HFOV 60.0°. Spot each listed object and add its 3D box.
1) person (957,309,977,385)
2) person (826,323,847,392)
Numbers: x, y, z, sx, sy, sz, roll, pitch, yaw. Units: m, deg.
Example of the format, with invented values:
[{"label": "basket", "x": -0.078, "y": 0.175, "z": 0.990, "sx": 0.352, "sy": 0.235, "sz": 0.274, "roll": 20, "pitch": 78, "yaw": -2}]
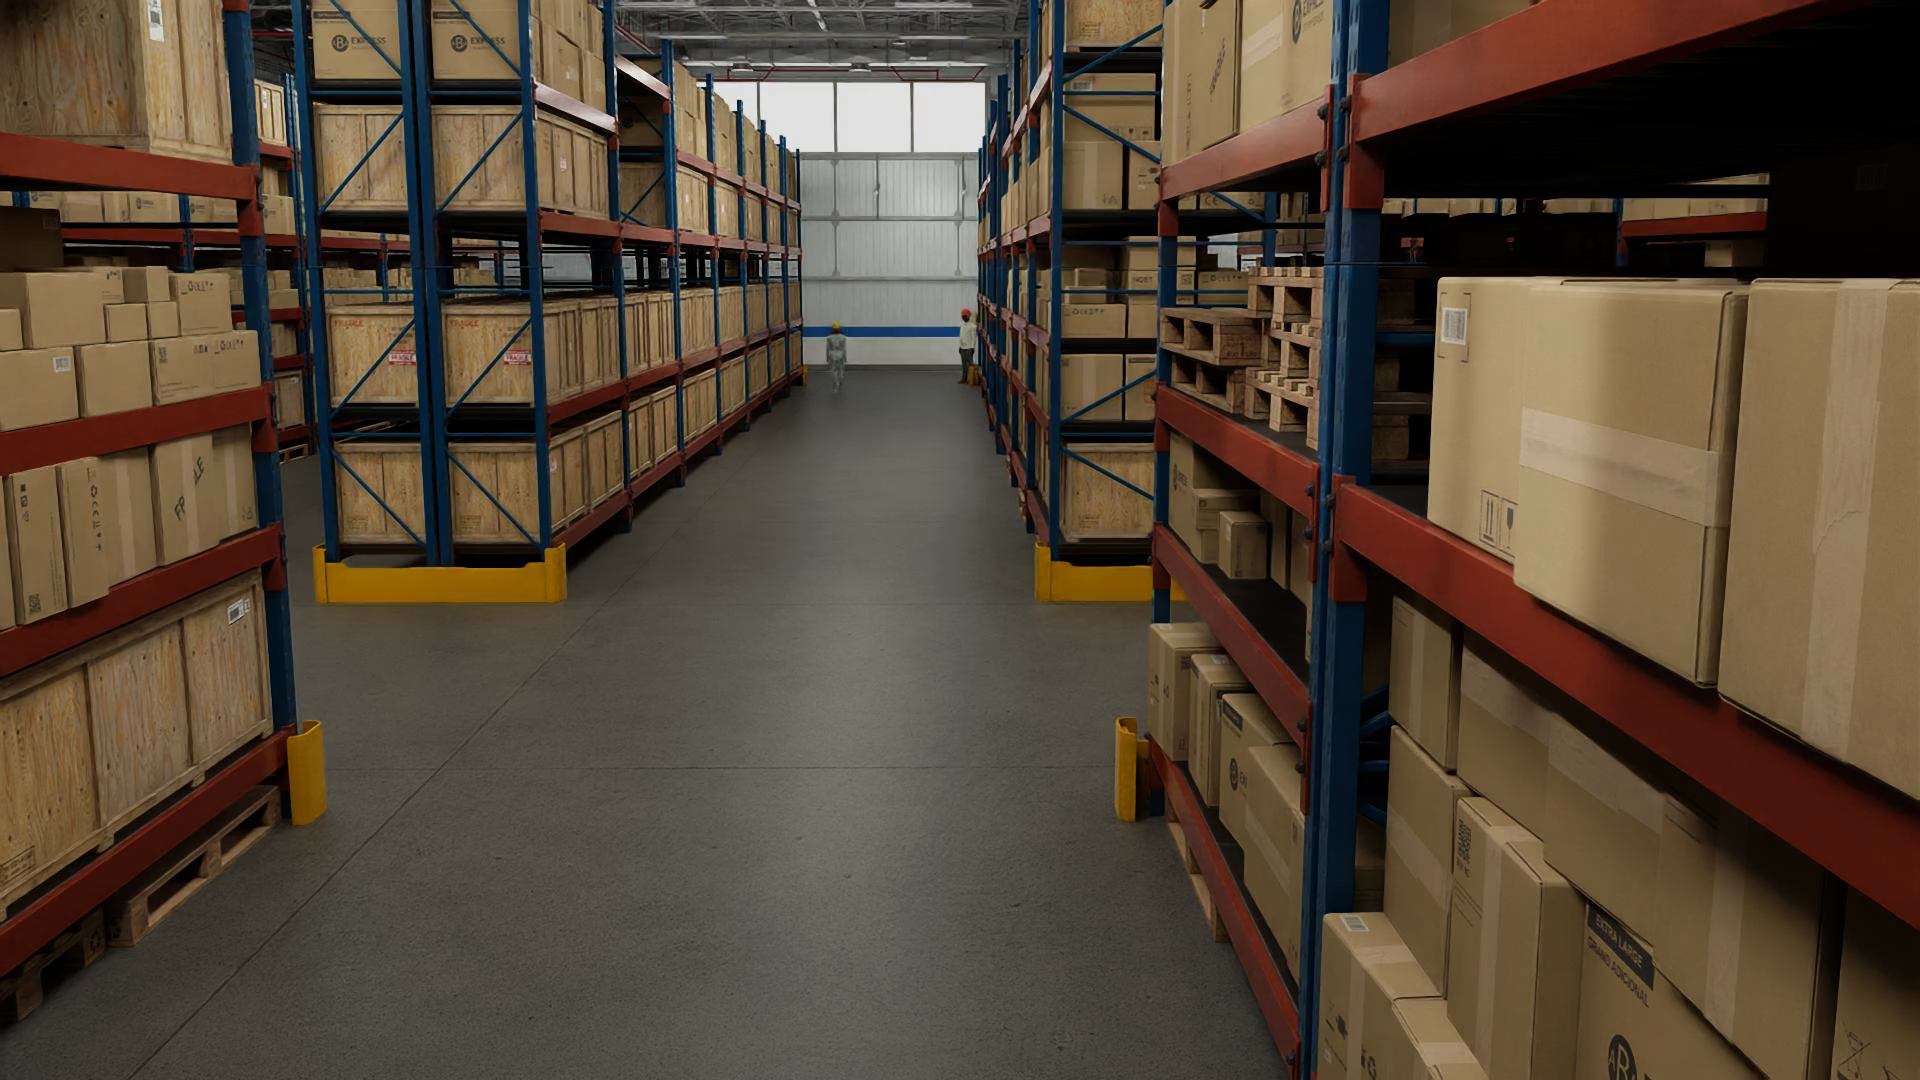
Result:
[{"label": "person", "x": 0.172, "y": -5.080, "z": 43.710, "sx": 0.397, "sy": 1.992, "sz": 0.621, "roll": -8, "pitch": 12, "yaw": -39}, {"label": "person", "x": -3.059, "y": -4.522, "z": 41.199, "sx": 0.501, "sy": 1.689, "sz": 0.892, "roll": -1, "pitch": 9, "yaw": -5}]
